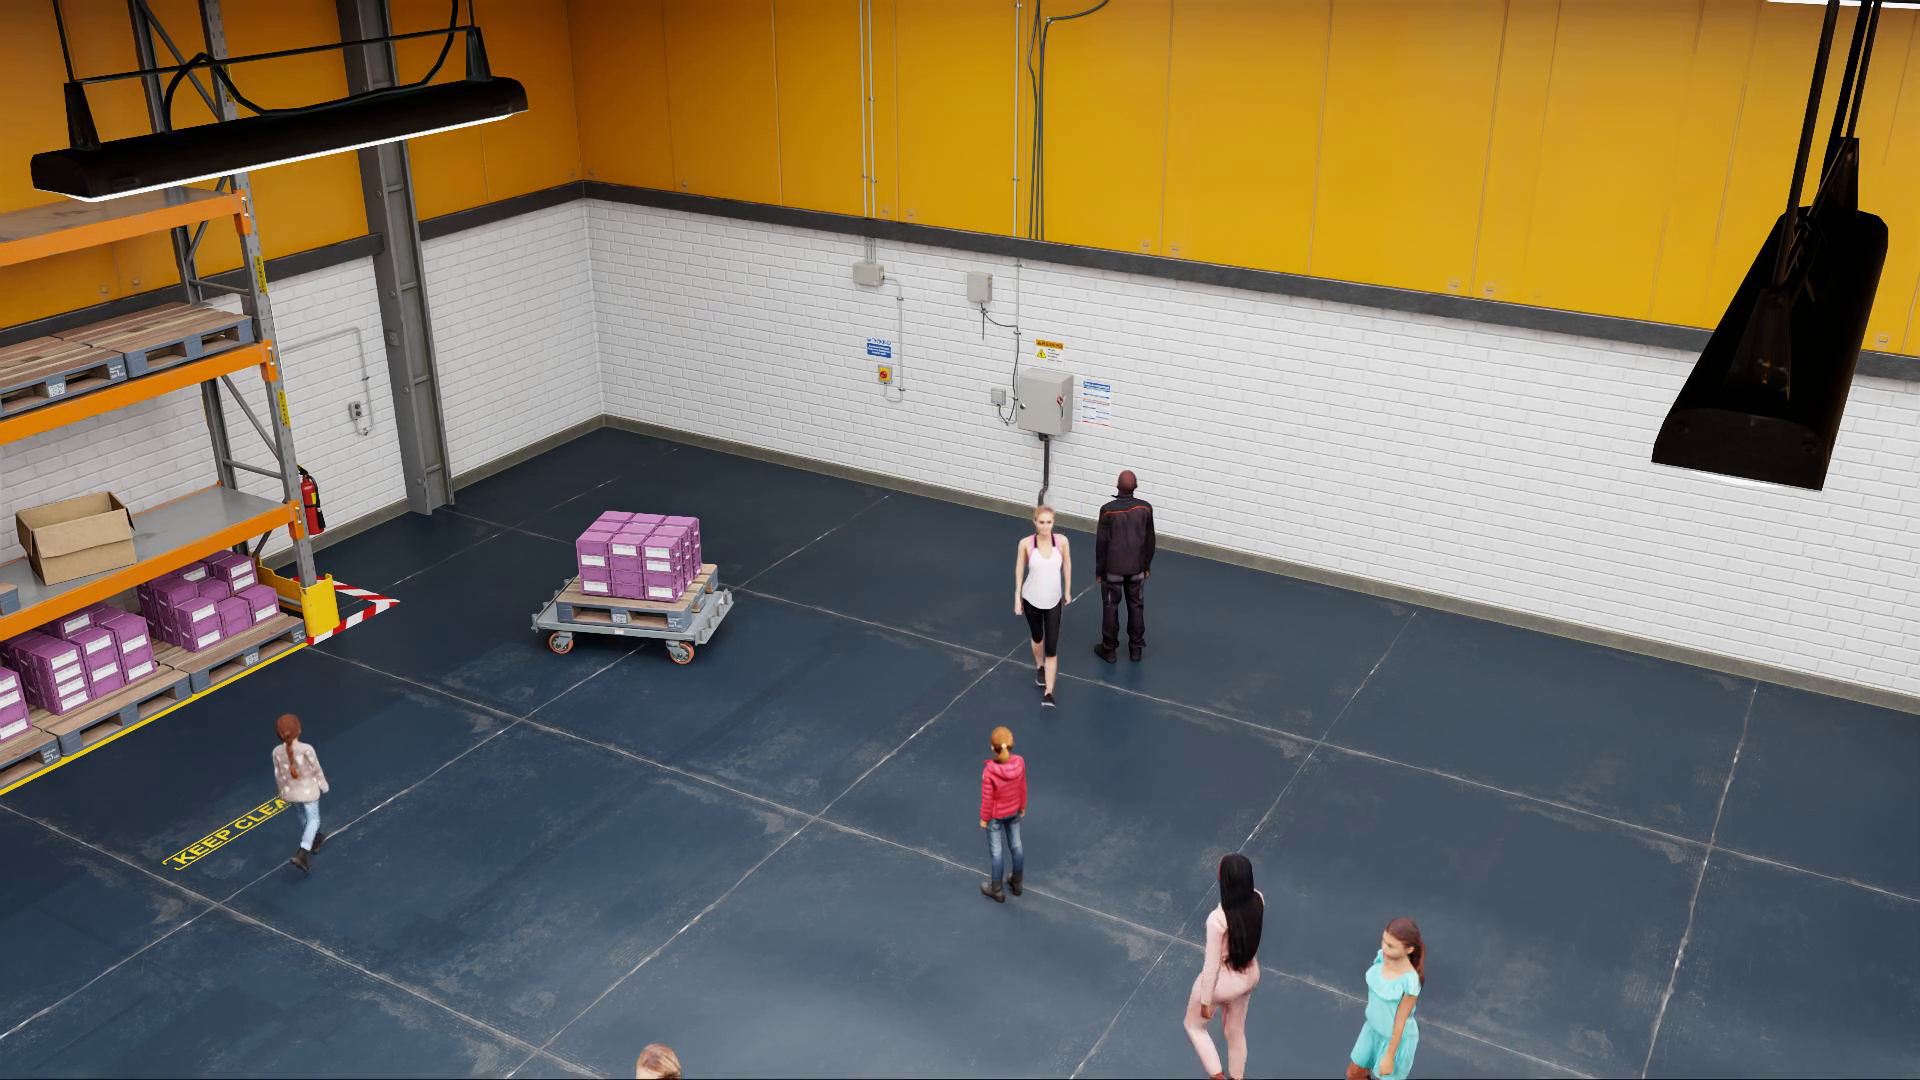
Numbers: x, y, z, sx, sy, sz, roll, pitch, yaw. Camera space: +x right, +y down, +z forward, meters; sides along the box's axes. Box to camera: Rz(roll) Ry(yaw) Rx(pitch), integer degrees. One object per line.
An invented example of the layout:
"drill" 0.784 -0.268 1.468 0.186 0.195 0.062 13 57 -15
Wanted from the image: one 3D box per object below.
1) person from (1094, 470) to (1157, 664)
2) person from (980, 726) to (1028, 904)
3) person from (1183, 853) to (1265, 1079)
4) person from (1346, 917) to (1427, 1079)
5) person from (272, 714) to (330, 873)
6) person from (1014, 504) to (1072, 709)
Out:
"person" 1.449 0.224 14.689 0.795 1.825 0.831 -4 24 -8
"person" 0.306 1.891 11.513 0.555 1.315 0.651 -13 27 -26
"person" 1.586 2.572 9.462 0.691 1.711 0.795 -18 29 -35
"person" 2.454 2.748 9.261 0.713 1.547 0.659 -8 25 -18
"person" -4.711 1.803 11.879 0.683 1.182 0.856 1 24 3
"person" 0.697 0.498 14.160 0.993 1.746 1.210 0 24 1
